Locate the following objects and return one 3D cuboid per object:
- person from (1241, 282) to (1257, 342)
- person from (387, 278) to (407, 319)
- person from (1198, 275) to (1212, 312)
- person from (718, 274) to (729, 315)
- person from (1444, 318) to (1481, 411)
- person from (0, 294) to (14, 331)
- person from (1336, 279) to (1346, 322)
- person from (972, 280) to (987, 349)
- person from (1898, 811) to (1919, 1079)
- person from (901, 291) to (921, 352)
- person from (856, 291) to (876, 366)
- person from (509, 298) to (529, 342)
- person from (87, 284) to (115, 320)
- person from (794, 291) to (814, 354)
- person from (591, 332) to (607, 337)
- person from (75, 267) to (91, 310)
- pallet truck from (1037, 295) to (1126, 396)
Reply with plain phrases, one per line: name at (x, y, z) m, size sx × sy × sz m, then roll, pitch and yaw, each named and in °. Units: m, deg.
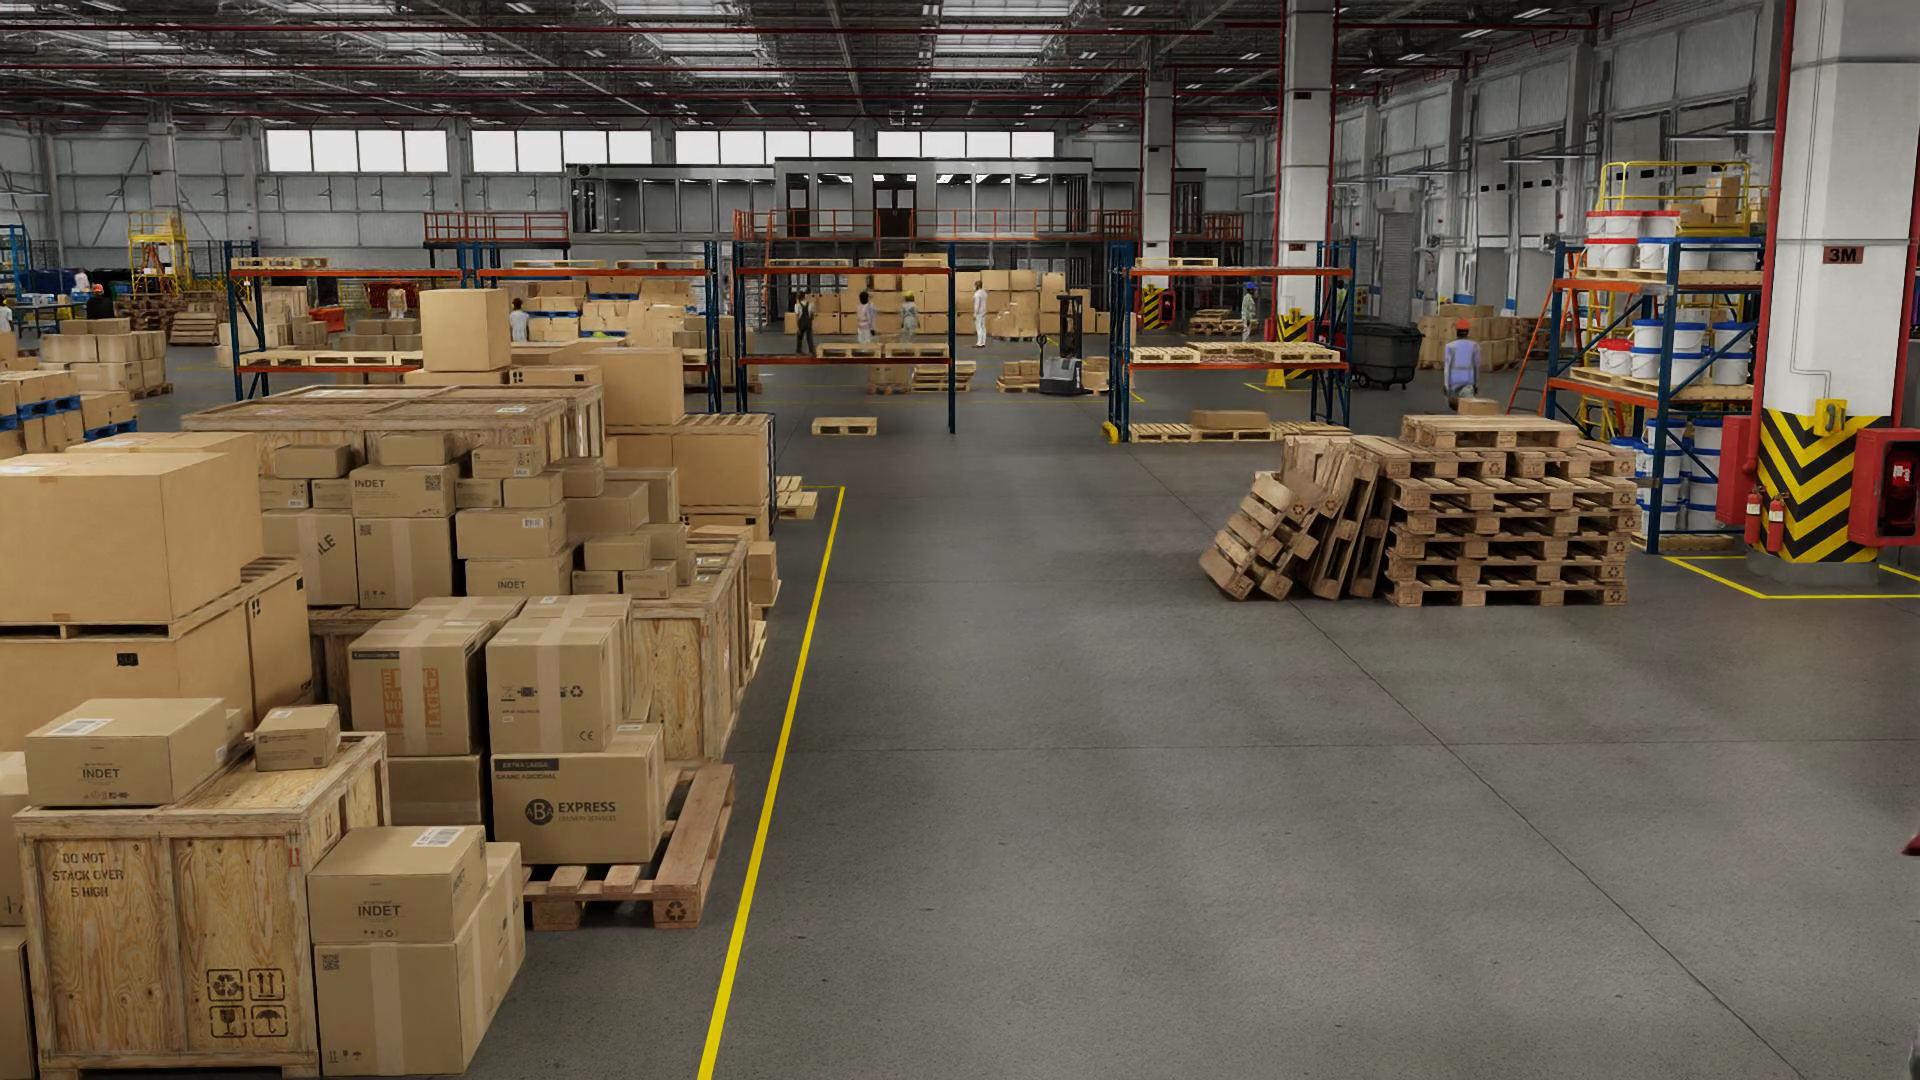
person at (7.746, -5.932, 44.621) m, size 0.399 × 1.949 × 0.605 m, roll 3°, pitch 10°, yaw 14°
person at (-17.387, -7.132, 51.418) m, size 0.570 × 1.905 × 0.875 m, roll -4°, pitch 11°, yaw -19°
person at (10.518, -10.765, 71.454) m, size 0.612 × 1.986 × 0.407 m, roll 3°, pitch 11°, yaw 19°
person at (-8.831, -8.906, 61.518) m, size 0.671 × 1.850 × 0.604 m, roll 7°, pitch 12°, yaw 33°
person at (7.560, -2.397, 25.066) m, size 0.551 × 1.902 × 0.971 m, roll 1°, pitch 10°, yaw 6°
person at (-21.450, -4.588, 37.352) m, size 0.519 × 1.874 × 0.326 m, roll 1°, pitch 10°, yaw 4°
person at (12.032, -7.343, 52.784) m, size 0.619 × 1.845 × 0.430 m, roll -7°, pitch 12°, yaw -35°
person at (0.550, -6.420, 47.368) m, size 0.372 × 1.940 × 0.630 m, roll 4°, pitch 11°, yaw 23°
person at (2.287, 1.459, 3.663) m, size 0.702 × 1.873 × 0.636 m, roll 1°, pitch 10°, yaw 5°
person at (-1.290, -5.787, 44.449) m, size 0.491 × 1.725 × 0.611 m, roll 9°, pitch 13°, yaw 40°
person at (-2.291, -5.174, 40.729) m, size 0.533 × 1.830 × 0.646 m, roll -9°, pitch 14°, yaw -42°
person at (-9.441, -4.226, 35.451) m, size 0.557 × 1.824 × 0.888 m, roll -8°, pitch 13°, yaw -38°
person at (-21.326, -5.361, 41.311) m, size 0.623 × 1.992 × 0.397 m, roll -6°, pitch 12°, yaw -30°
person at (-3.930, -5.391, 42.069) m, size 0.524 × 1.799 × 0.983 m, roll -5°, pitch 11°, yaw -24°
person at (-4.630, -1.718, 21.346) m, size 1.036 × 1.867 × 0.601 m, roll -7°, pitch 13°, yaw -36°
person at (-39.215, -11.267, 74.496) m, size 0.664 × 1.895 × 0.502 m, roll 5°, pitch 11°, yaw 24°
pallet truck at (2.483, -3.881, 33.060) m, size 1.885 × 1.965 × 0.823 m, roll -7°, pitch 13°, yaw -36°
